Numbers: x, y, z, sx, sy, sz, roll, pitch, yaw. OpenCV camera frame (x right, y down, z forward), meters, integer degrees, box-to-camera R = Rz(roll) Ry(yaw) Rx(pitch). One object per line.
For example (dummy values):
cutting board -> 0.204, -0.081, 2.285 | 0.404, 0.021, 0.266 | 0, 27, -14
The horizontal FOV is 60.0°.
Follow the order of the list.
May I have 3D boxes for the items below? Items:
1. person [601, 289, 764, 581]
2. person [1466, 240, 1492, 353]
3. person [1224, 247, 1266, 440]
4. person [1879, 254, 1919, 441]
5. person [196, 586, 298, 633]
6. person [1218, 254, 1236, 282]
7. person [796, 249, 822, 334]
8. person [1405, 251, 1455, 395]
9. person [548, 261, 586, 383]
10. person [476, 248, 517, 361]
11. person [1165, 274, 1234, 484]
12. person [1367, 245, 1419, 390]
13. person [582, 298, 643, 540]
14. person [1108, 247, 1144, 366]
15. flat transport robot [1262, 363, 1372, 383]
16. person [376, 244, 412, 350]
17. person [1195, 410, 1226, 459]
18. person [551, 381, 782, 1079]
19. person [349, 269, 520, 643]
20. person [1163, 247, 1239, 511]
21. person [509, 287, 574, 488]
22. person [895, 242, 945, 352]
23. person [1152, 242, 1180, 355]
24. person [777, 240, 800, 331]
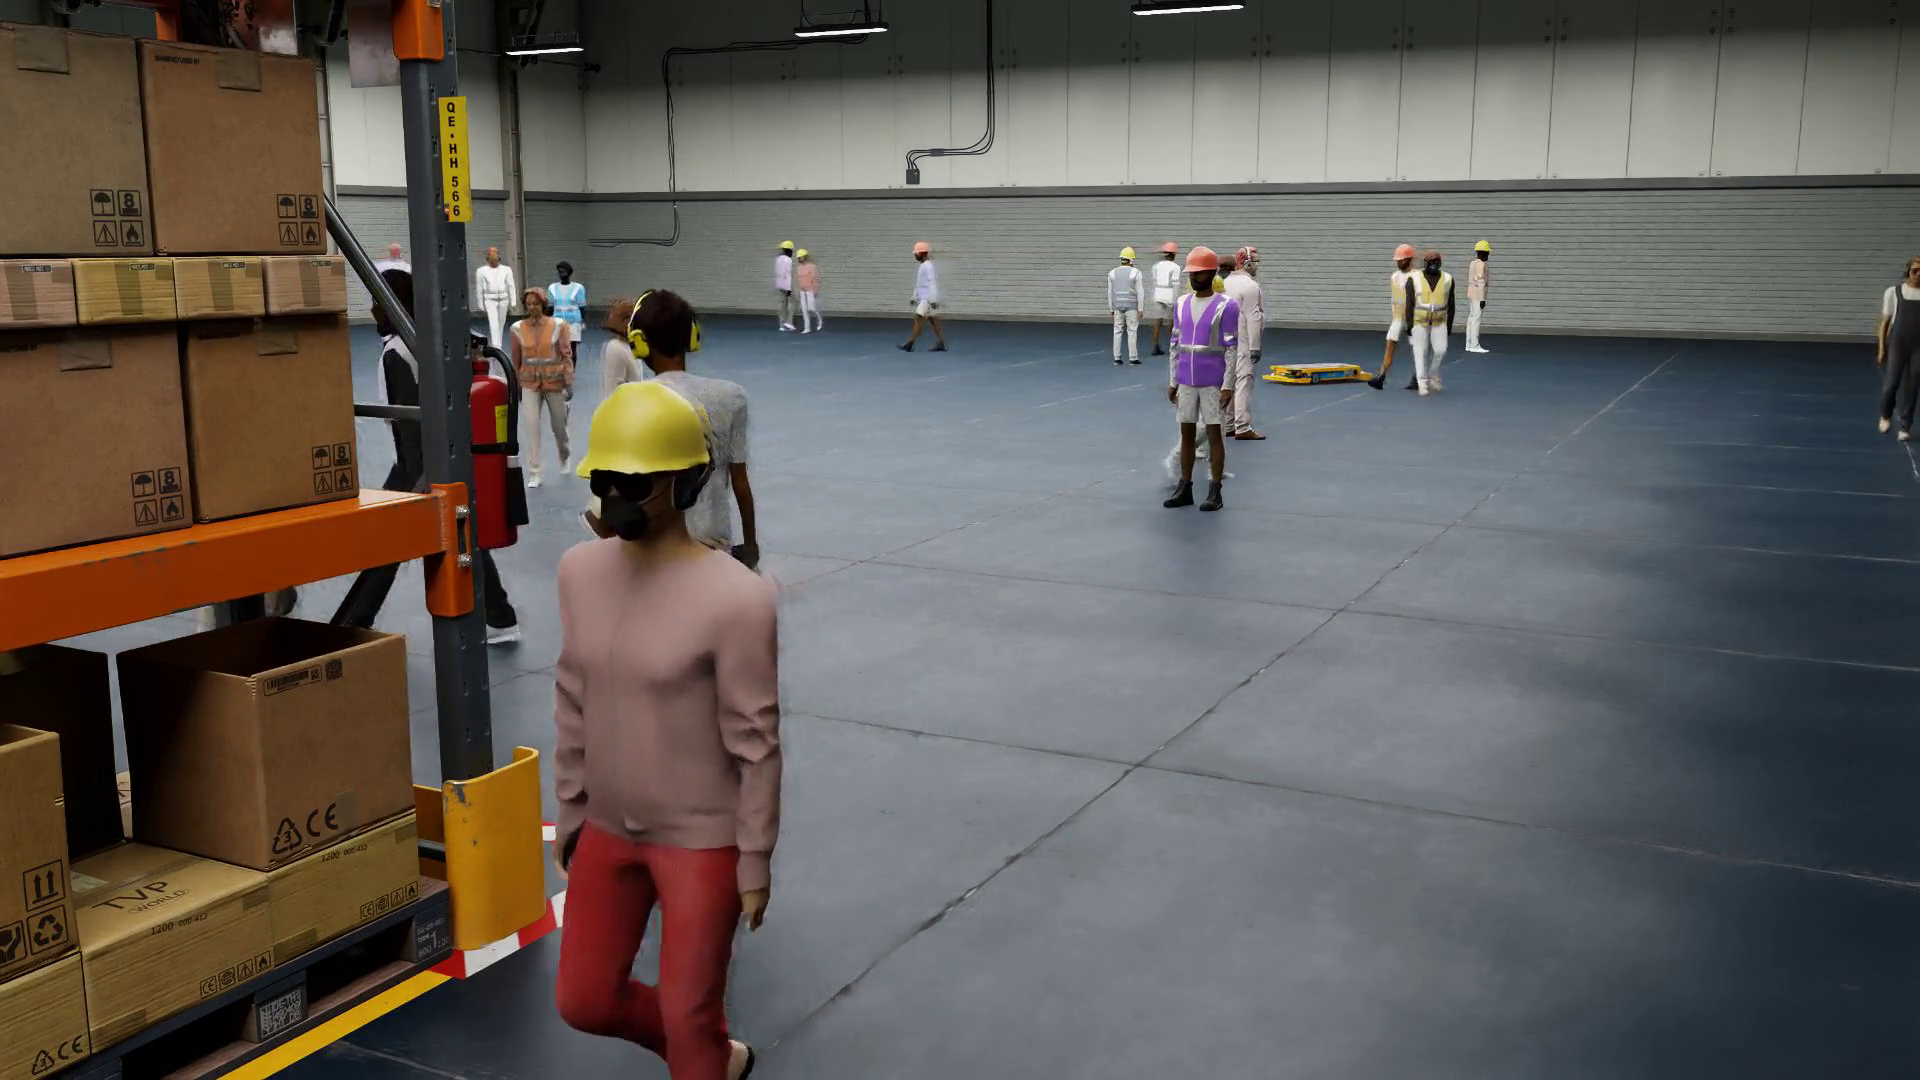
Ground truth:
person -> -0.933, 0.082, 5.630 | 0.533, 1.844, 0.389 | -3, 11, -17
person -> 8.986, -4.210, 28.812 | 0.368, 1.928, 0.585 | 0, 10, 1
person -> 2.827, -1.950, 16.545 | 0.408, 1.906, 0.654 | -3, 11, -18
person -> 9.359, -1.888, 16.406 | 0.505, 1.834, 0.437 | 4, 11, 22
person -> -2.576, 0.114, 6.081 | 0.522, 1.623, 0.596 | 5, 11, 25
person -> 2.757, -2.044, 17.277 | 0.639, 1.833, 0.481 | 7, 12, 32
person -> -3.127, -5.132, 34.320 | 0.553, 1.740, 0.488 | 7, 13, 34
person -> 5.960, -2.747, 21.121 | 0.633, 1.828, 0.438 | 1, 10, 6
person -> -5.394, -3.001, 22.918 | 0.537, 1.678, 0.654 | 1, 10, 4
person -> -7.508, -3.812, 26.961 | 0.576, 1.825, 1.035 | -6, 12, -29
person -> 1.973, -1.307, 13.558 | 0.782, 1.716, 0.486 | -6, 12, -31
person -> 5.720, -2.874, 21.615 | 0.976, 1.889, 0.554 | -8, 13, -39
person -> -2.179, -0.746, 10.751 | 0.400, 1.617, 0.515 | 0, 10, 2
person -> 2.597, -3.625, 25.879 | 0.588, 1.833, 0.404 | 6, 12, 30
flat transport robot -> 4.947, -2.316, 23.002 | 1.431, 0.197, 0.652 | -6, 12, -30
person -> -9.117, -3.829, 26.847 | 0.637, 1.888, 0.775 | -1, 10, -3
person -> 2.261, -1.550, 15.118 | 0.516, 1.635, 0.312 | -10, 14, -42
person -> -0.557, 0.559, 3.257 | 0.539, 1.754, 0.461 | 6, 12, 31
person -> -2.672, -0.381, 8.118 | 1.035, 1.862, 0.622 | 0, 10, 1
person -> 1.773, -1.182, 12.273 | 0.547, 1.938, 0.359 | 8, 13, 36
person -> -3.400, -1.266, 13.612 | 0.515, 1.613, 0.729 | -1, 10, -6
person -> -0.691, -4.198, 28.842 | 0.975, 1.886, 0.553 | -1, 10, -8
person -> 3.571, -4.084, 28.220 | 0.549, 1.895, 0.949 | 8, 13, 38
person -> -3.632, -5.361, 35.145 | 0.461, 1.912, 0.590 | -7, 12, -33
